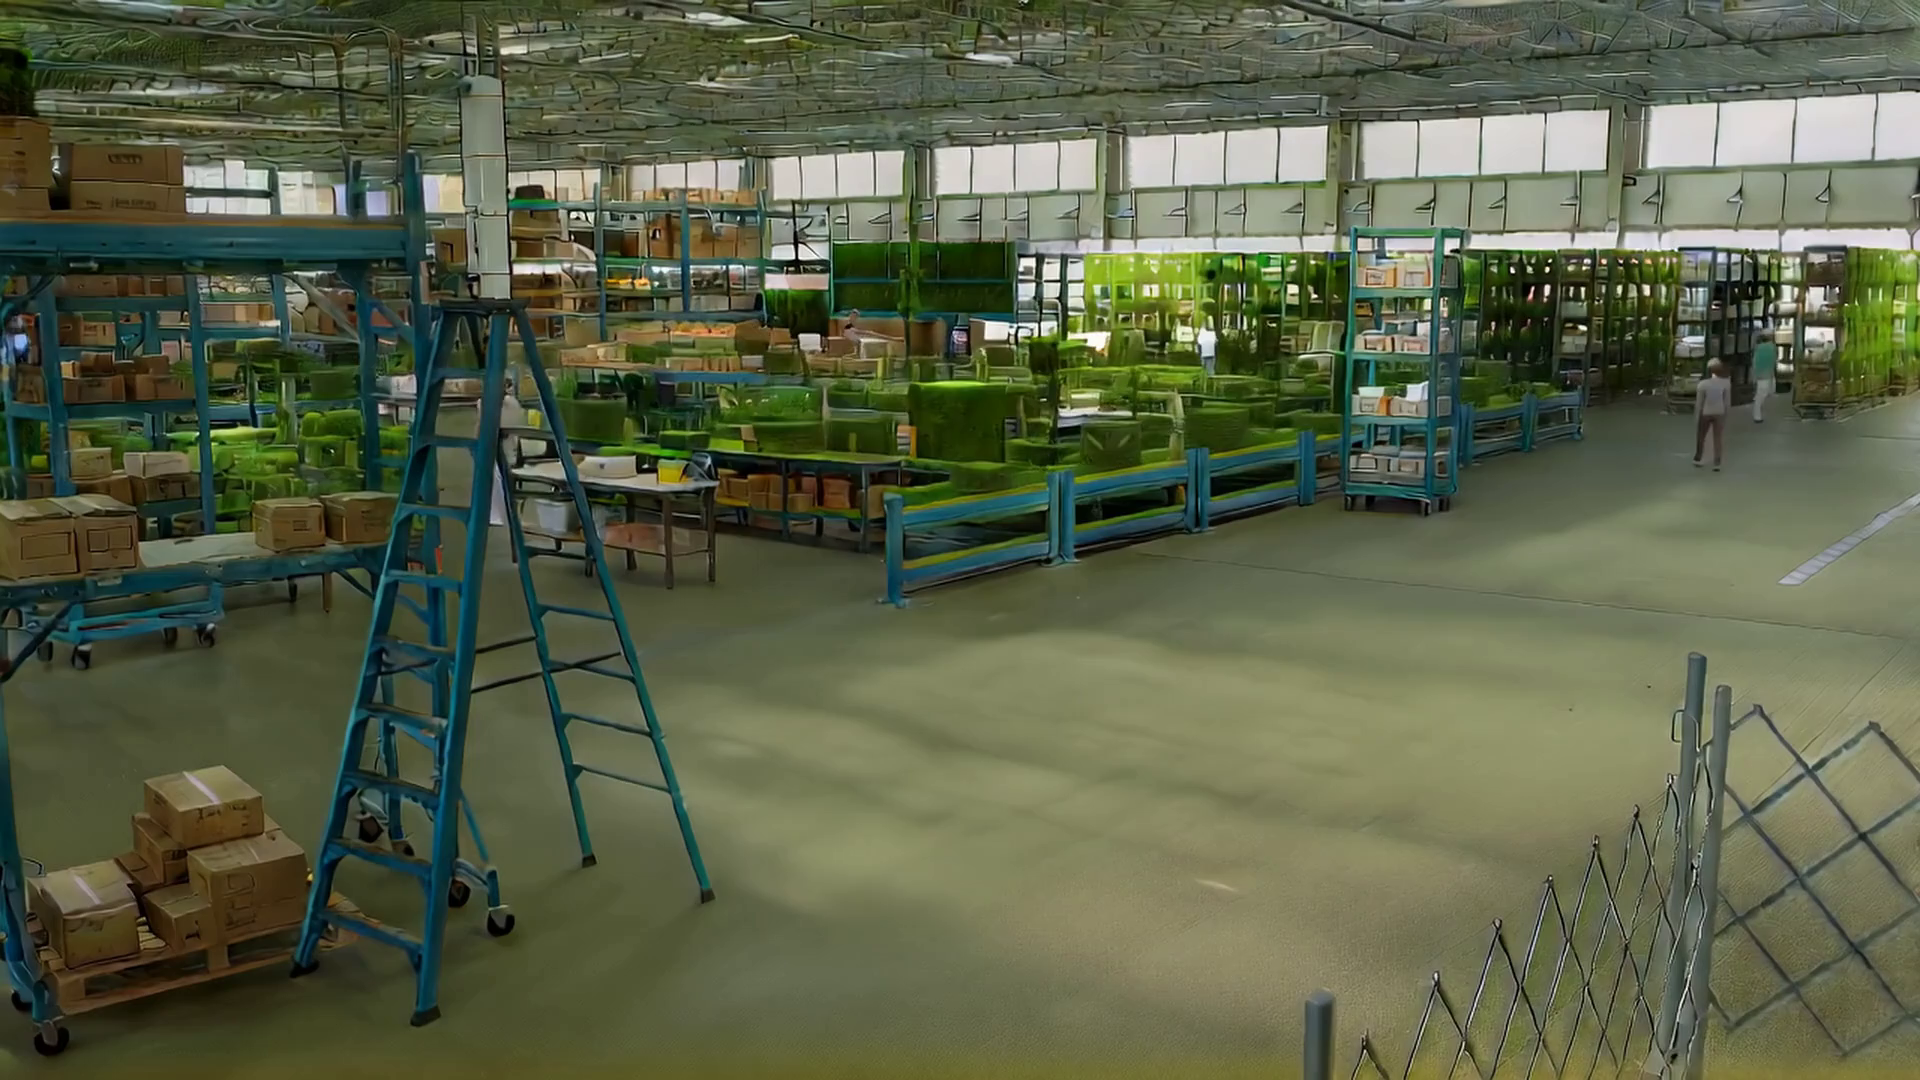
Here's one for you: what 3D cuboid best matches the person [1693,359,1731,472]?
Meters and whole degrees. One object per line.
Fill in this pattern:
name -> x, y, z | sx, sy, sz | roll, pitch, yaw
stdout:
person -> 11.604, -1.930, 25.680 | 0.540, 1.717, 0.935 | 1, 9, 9

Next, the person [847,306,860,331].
person -> -4.379, -8.788, 68.516 | 0.597, 1.713, 0.771 | -3, 10, -21

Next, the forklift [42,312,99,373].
forklift -> -23.779, -5.451, 44.052 | 1.873, 2.768, 1.129 | 7, 11, 36

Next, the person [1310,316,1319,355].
person -> 9.934, -5.376, 46.373 | 0.629, 1.993, 1.064 | 7, 12, 38

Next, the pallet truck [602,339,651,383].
pallet truck -> -8.991, -4.871, 45.351 | 0.653, 1.274, 1.630 | 7, 11, 37

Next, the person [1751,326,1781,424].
person -> 16.236, -3.305, 33.489 | 0.640, 1.978, 0.477 | -5, 10, -29

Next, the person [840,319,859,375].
person -> -3.054, -5.190, 45.854 | 0.615, 1.780, 0.952 | -6, 11, -32

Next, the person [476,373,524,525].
person -> -5.526, -1.123, 20.054 | 0.583, 1.908, 0.572 | -8, 12, -42

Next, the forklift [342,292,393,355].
forklift -> -16.485, -5.622, 45.120 | 1.129, 2.768, 1.873 | 7, 11, 37

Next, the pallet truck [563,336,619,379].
pallet truck -> -10.690, -5.294, 48.215 | 1.601, 1.201, 0.680 | -5, 10, -26

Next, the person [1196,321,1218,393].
person -> 6.223, -4.588, 41.887 | 0.570, 1.843, 0.372 | -2, 9, -10

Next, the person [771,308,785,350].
person -> -6.007, -6.737, 55.155 | 0.462, 1.892, 0.658 | -3, 10, -17

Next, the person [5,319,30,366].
person -> -21.531, -4.049, 38.048 | 1.024, 1.990, 0.629 | 8, 12, 40
